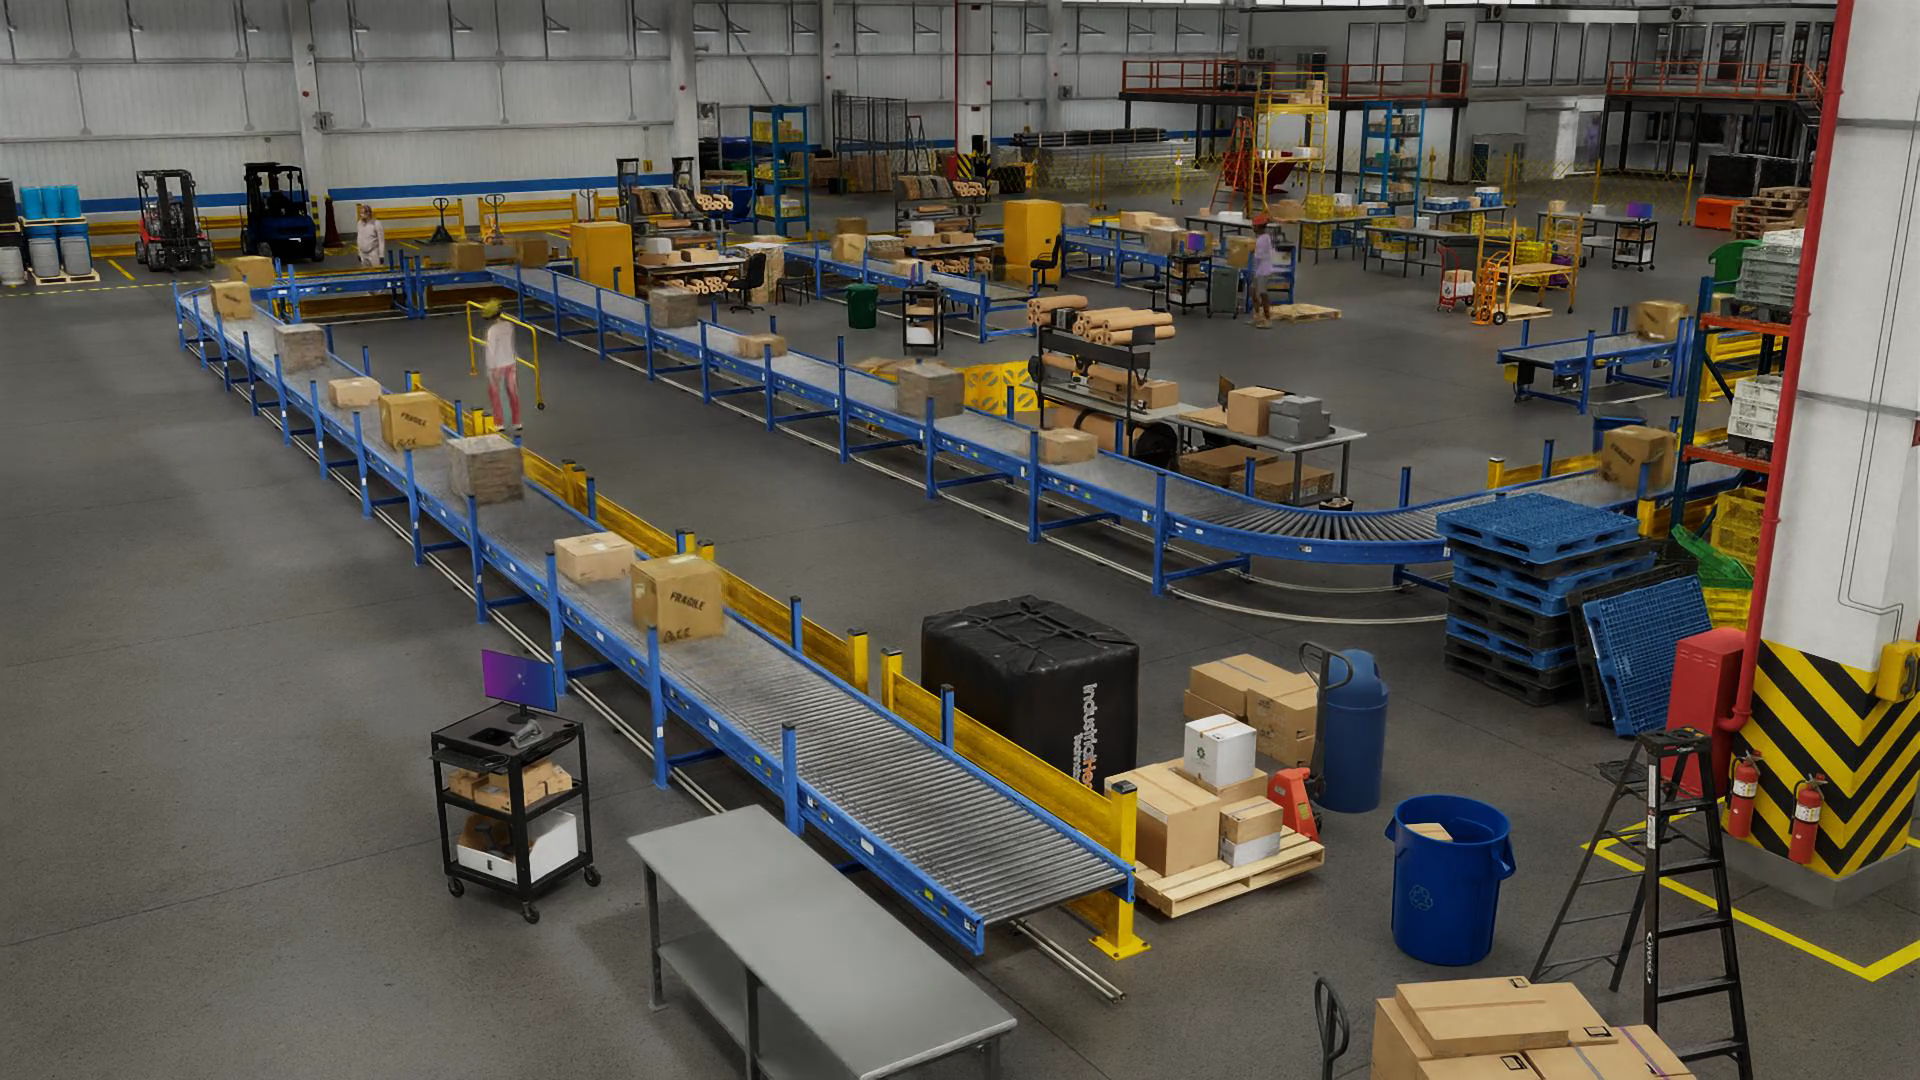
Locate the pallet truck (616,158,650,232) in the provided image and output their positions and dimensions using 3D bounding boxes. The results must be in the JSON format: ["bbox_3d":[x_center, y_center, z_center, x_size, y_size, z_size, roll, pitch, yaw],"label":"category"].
[{"bbox_3d":[-8.918,-9.176,44.255,0.823,1.965,1.885,-9,19,-27],"label":"pallet truck"}]

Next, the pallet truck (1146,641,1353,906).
[{"bbox_3d":[1.664,1.407,10.232,1.630,1.274,0.653,-10,20,-31],"label":"pallet truck"}]

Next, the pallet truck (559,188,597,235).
[{"bbox_3d":[-10.010,-8.652,43.699,0.653,1.274,1.630,-10,20,-31],"label":"pallet truck"}]

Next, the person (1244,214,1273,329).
[{"bbox_3d":[5.298,-4.753,29.507,0.662,2.016,0.640,4,17,13],"label":"person"}]

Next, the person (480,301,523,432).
[{"bbox_3d":[-5.976,-2.248,21.696,0.328,1.747,0.544,8,18,24],"label":"person"}]

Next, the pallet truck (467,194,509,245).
[{"bbox_3d":[-11.983,-8.177,42.137,0.704,1.261,1.522,-11,20,-33],"label":"pallet truck"}]

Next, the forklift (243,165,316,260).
[{"bbox_3d":[-15.898,-7.669,38.708,1.157,1.987,2.680,-11,20,-33],"label":"forklift"}]

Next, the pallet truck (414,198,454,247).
[{"bbox_3d":[-13.250,-8.060,41.856,0.680,1.201,1.601,-10,20,-31],"label":"pallet truck"}]

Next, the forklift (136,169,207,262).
[{"bbox_3d":[-17.842,-7.318,37.559,1.157,1.987,2.680,-10,20,-31],"label":"forklift"}]

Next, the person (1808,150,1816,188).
[{"bbox_3d":[27.188,-11.687,52.669,0.608,1.962,0.364,11,20,33],"label":"person"}]

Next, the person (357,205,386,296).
[{"bbox_3d":[-11.477,-5.552,32.362,0.636,1.903,0.404,8,18,24],"label":"person"}]

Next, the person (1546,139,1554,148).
[{"bbox_3d":[22.735,-14.932,64.033,0.523,1.612,0.637,10,19,29],"label":"person"}]

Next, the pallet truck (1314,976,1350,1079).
[{"bbox_3d":[2.299,2.390,7.086,1.601,1.201,0.680,-2,17,-7],"label":"pallet truck"}]

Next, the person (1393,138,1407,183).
[{"bbox_3d":[14.845,-12.667,56.169,0.405,1.822,0.558,7,18,23],"label":"person"}]

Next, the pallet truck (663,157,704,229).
[{"bbox_3d":[-7.586,-9.308,44.692,0.823,1.965,1.885,-11,20,-33],"label":"pallet truck"}]
